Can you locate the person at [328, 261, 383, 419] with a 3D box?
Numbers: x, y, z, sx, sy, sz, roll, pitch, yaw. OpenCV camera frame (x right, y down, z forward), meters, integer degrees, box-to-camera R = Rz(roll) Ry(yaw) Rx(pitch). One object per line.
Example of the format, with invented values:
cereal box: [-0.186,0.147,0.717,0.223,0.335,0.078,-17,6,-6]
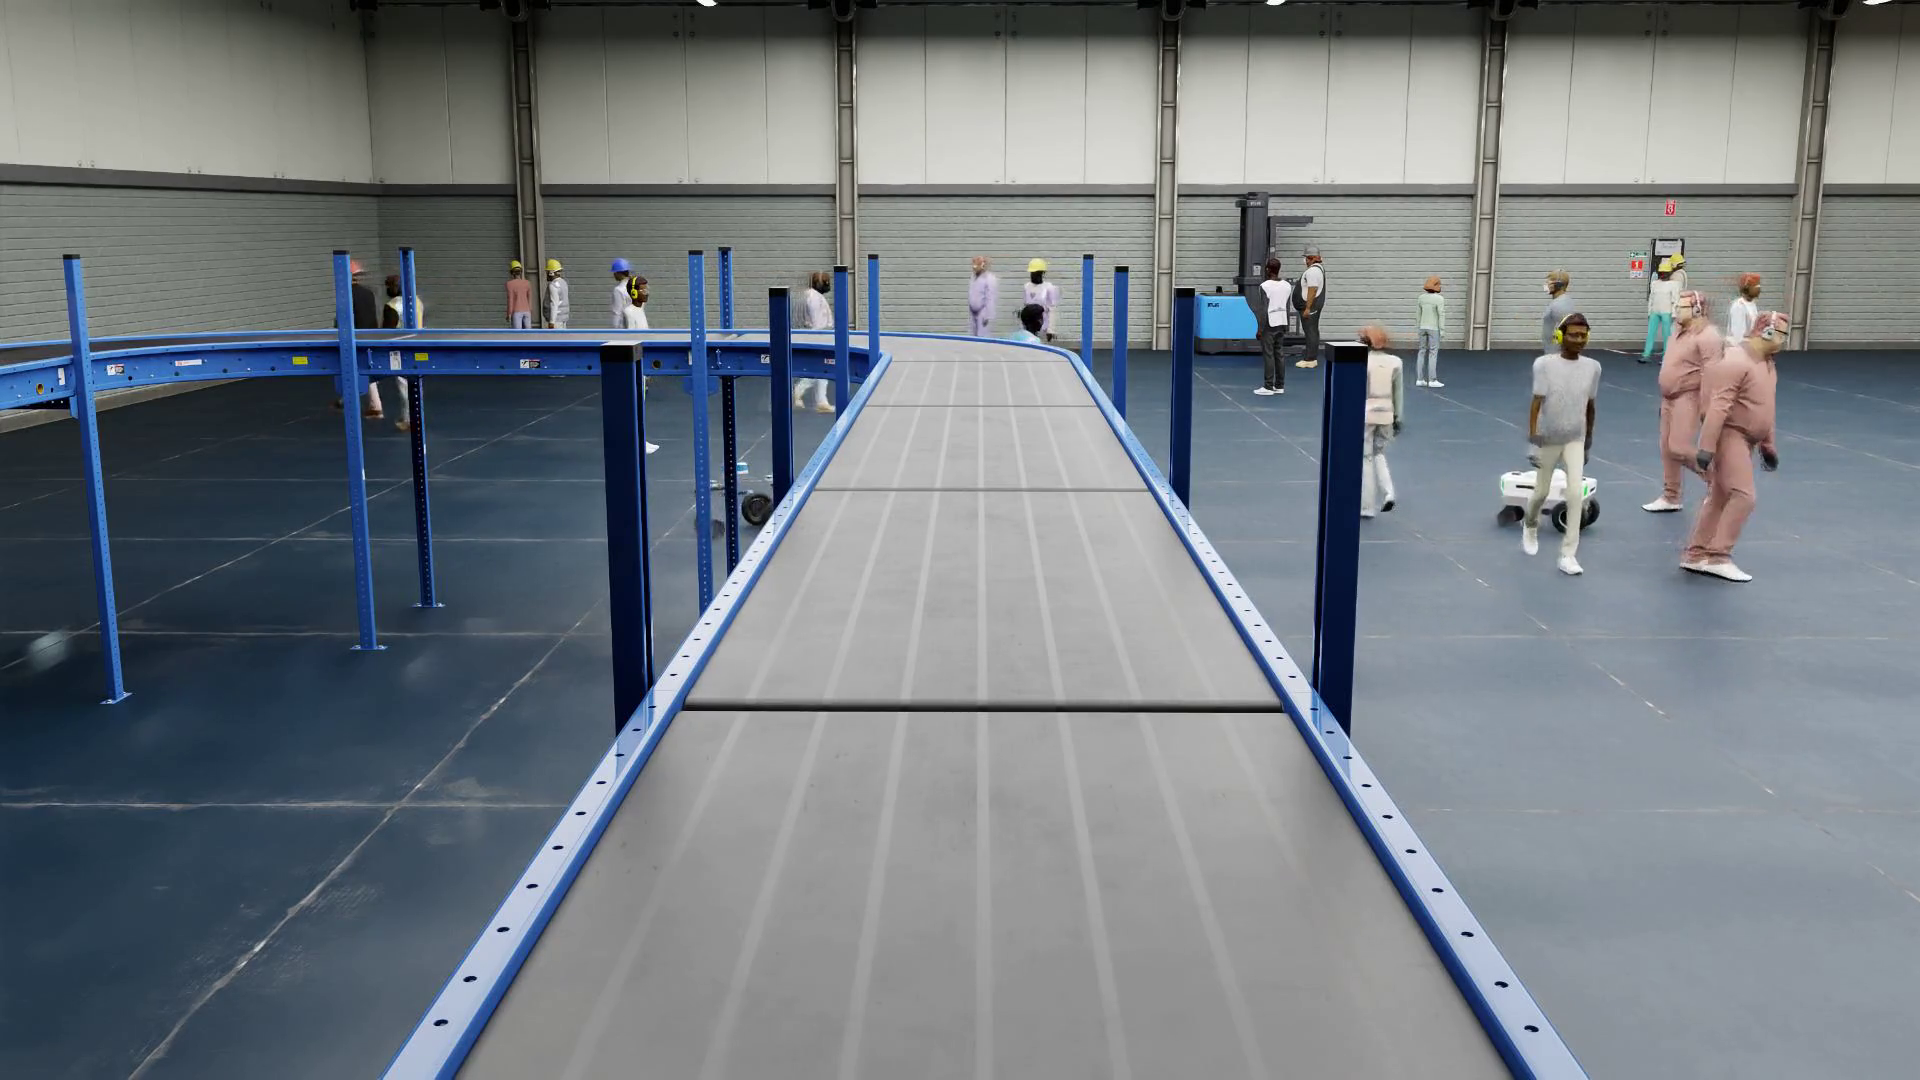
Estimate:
person: [-7.656,-2.506,20.810,0.990,1.948,0.634,3,11,15]

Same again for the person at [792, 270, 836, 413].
person: [-1.871,-2.532,21.290,0.542,1.823,0.630,1,11,3]

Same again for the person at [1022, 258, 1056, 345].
person: [1.089,-3.038,23.650,0.609,1.915,0.416,10,15,42]

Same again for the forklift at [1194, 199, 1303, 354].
forklift: [5.313,-4.851,30.603,1.873,2.768,1.129,0,11,1]

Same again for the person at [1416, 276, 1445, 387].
person: [6.989,-3.096,24.688,0.279,1.633,0.500,-7,13,-33]

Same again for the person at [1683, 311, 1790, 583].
person: [5.389,-0.651,11.544,0.605,1.857,0.673,10,15,41]

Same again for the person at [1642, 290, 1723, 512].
person: [6.190,-1.165,14.103,0.564,1.890,0.649,0,11,-1]

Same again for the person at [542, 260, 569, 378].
person: [-6.363,-3.487,26.181,0.404,1.831,0.600,1,11,4]

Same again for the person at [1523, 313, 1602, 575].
person: [4.321,-0.729,12.007,0.516,1.838,0.864,1,11,5]

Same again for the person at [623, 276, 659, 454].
person: [-3.420,-1.869,17.772,0.329,1.873,0.516,0,11,0]

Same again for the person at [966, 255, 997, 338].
person: [0.373,-3.646,26.864,0.517,1.888,0.645,-8,13,-34]

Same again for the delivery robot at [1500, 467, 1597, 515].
delivery robot: [4.786,-0.413,13.548,0.707,0.478,0.477,7,13,32]

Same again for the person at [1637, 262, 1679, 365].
person: [11.858,-3.830,28.170,0.737,1.731,0.549,-10,15,-41]

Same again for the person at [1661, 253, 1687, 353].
person: [13.132,-4.344,30.590,0.404,1.828,0.603,5,12,26]

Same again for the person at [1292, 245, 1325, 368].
person: [5.843,-3.912,27.939,0.539,2.000,0.688,4,12,22]

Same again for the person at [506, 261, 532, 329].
person: [-7.469,-3.837,28.158,0.329,1.765,0.526,8,13,34]

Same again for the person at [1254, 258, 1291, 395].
person: [4.442,-3.027,23.595,0.600,1.917,0.377,-9,14,-39]

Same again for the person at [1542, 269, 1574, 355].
person: [6.461,-1.965,18.085,0.364,1.939,0.636,4,12,20]

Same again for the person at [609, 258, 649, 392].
person: [-4.639,-2.922,23.010,0.471,1.936,0.653,4,12,21]

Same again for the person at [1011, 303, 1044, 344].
person: [0.689,-1.448,16.096,0.574,1.677,0.562,-4,12,-22]

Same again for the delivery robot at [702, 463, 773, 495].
delivery robot: [-1.752,-0.502,13.334,0.698,0.223,0.335,-7,13,-32]

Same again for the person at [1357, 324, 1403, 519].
person: [3.425,-0.987,13.879,0.515,1.621,0.372,-4,12,-18]

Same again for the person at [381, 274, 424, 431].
person: [-6.649,-2.208,19.605,0.617,1.828,0.661,3,11,16]

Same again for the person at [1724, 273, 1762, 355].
person: [9.039,-2.113,19.040,0.625,1.859,0.603,10,15,41]
